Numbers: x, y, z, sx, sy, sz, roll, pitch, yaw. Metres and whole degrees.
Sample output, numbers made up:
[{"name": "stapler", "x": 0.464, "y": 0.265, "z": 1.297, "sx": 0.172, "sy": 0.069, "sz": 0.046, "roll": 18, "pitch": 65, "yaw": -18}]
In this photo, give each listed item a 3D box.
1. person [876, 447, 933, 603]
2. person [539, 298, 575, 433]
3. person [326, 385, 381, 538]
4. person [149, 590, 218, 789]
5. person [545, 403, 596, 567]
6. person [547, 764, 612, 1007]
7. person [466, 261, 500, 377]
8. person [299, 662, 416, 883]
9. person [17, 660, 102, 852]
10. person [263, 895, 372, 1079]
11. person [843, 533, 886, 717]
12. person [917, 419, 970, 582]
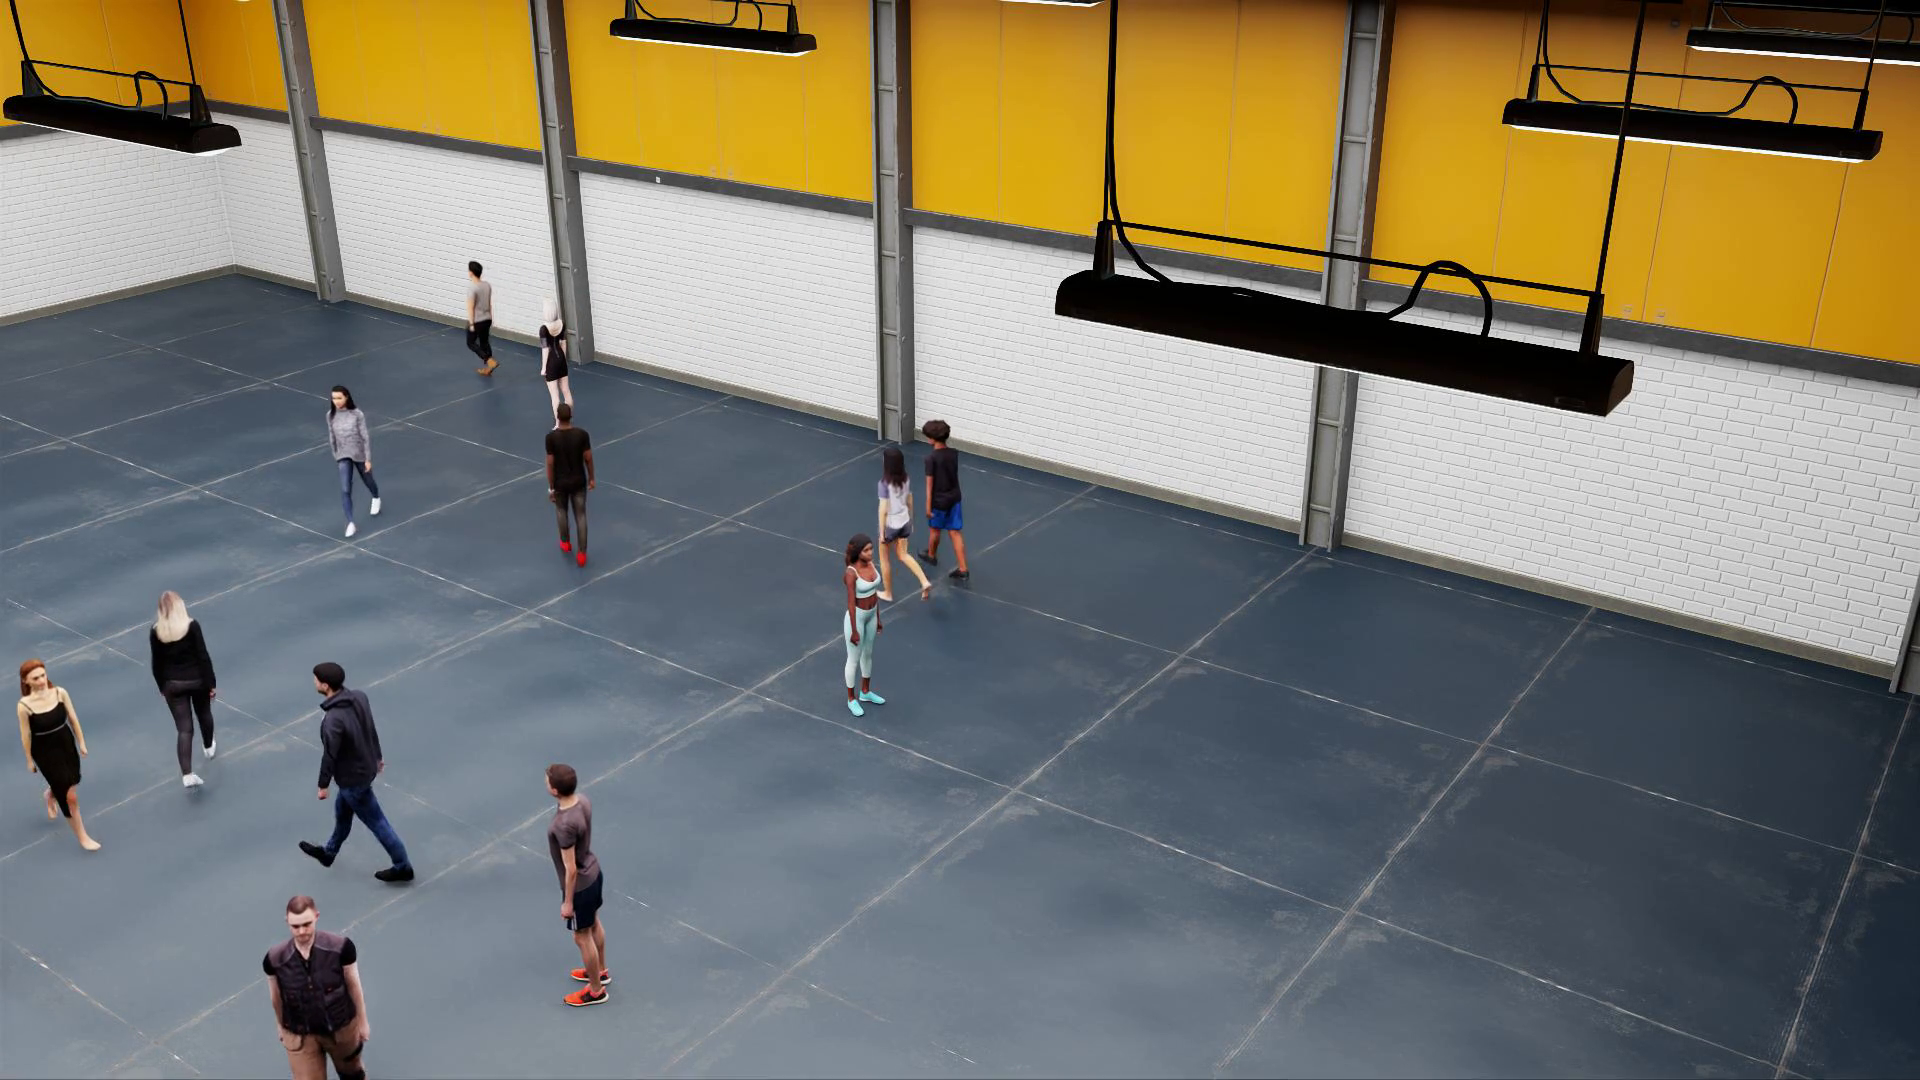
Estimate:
[{"name": "person", "x": -0.606, "y": -0.110, "z": 17.012, "sx": 0.948, "sy": 1.717, "sz": 0.640, "roll": 19, "pitch": 30, "yaw": 36}, {"name": "person", "x": -5.320, "y": -2.302, "z": 21.888, "sx": 0.494, "sy": 1.829, "sz": 0.580, "roll": 15, "pitch": 28, "yaw": 30}, {"name": "person", "x": -6.894, "y": -0.966, "z": 18.994, "sx": 1.125, "sy": 1.697, "sz": 1.139, "roll": -3, "pitch": 24, "yaw": -6}, {"name": "person", "x": -6.479, "y": 1.292, "z": 13.915, "sx": 1.103, "sy": 1.629, "sz": 1.243, "roll": -7, "pitch": 24, "yaw": -15}, {"name": "person", "x": -4.205, "y": -0.573, "z": 17.993, "sx": 0.966, "sy": 1.780, "sz": 1.071, "roll": -8, "pitch": 25, "yaw": -18}, {"name": "person", "x": -2.576, "y": 2.320, "z": 11.285, "sx": 0.743, "sy": 1.852, "sz": 0.735, "roll": 1, "pitch": 24, "yaw": 2}, {"name": "person", "x": -6.877, "y": -3.164, "z": 24.006, "sx": 0.746, "sy": 1.710, "sz": 0.654, "roll": 12, "pitch": 26, "yaw": 26}, {"name": "person", "x": -4.453, "y": 1.795, "z": 12.510, "sx": 1.288, "sy": 1.832, "sz": 1.083, "roll": 2, "pitch": 24, "yaw": 5}, {"name": "person", "x": -7.183, "y": 1.658, "z": 13.124, "sx": 1.035, "sy": 1.591, "sz": 0.560, "roll": 15, "pitch": 28, "yaw": 31}, {"name": "person", "x": -3.835, "y": 2.881, "z": 10.064, "sx": 1.103, "sy": 1.801, "sz": 1.227, "roll": -7, "pitch": 25, "yaw": -15}, {"name": "person", "x": -0.888, "y": 0.739, "z": 15.061, "sx": 0.527, "sy": 1.725, "sz": 0.553, "roll": 17, "pitch": 29, "yaw": 33}, {"name": "person", "x": -0.100, "y": -0.378, "z": 17.597, "sx": 0.916, "sy": 1.739, "sz": 1.240, "roll": -15, "pitch": 28, "yaw": -31}]
